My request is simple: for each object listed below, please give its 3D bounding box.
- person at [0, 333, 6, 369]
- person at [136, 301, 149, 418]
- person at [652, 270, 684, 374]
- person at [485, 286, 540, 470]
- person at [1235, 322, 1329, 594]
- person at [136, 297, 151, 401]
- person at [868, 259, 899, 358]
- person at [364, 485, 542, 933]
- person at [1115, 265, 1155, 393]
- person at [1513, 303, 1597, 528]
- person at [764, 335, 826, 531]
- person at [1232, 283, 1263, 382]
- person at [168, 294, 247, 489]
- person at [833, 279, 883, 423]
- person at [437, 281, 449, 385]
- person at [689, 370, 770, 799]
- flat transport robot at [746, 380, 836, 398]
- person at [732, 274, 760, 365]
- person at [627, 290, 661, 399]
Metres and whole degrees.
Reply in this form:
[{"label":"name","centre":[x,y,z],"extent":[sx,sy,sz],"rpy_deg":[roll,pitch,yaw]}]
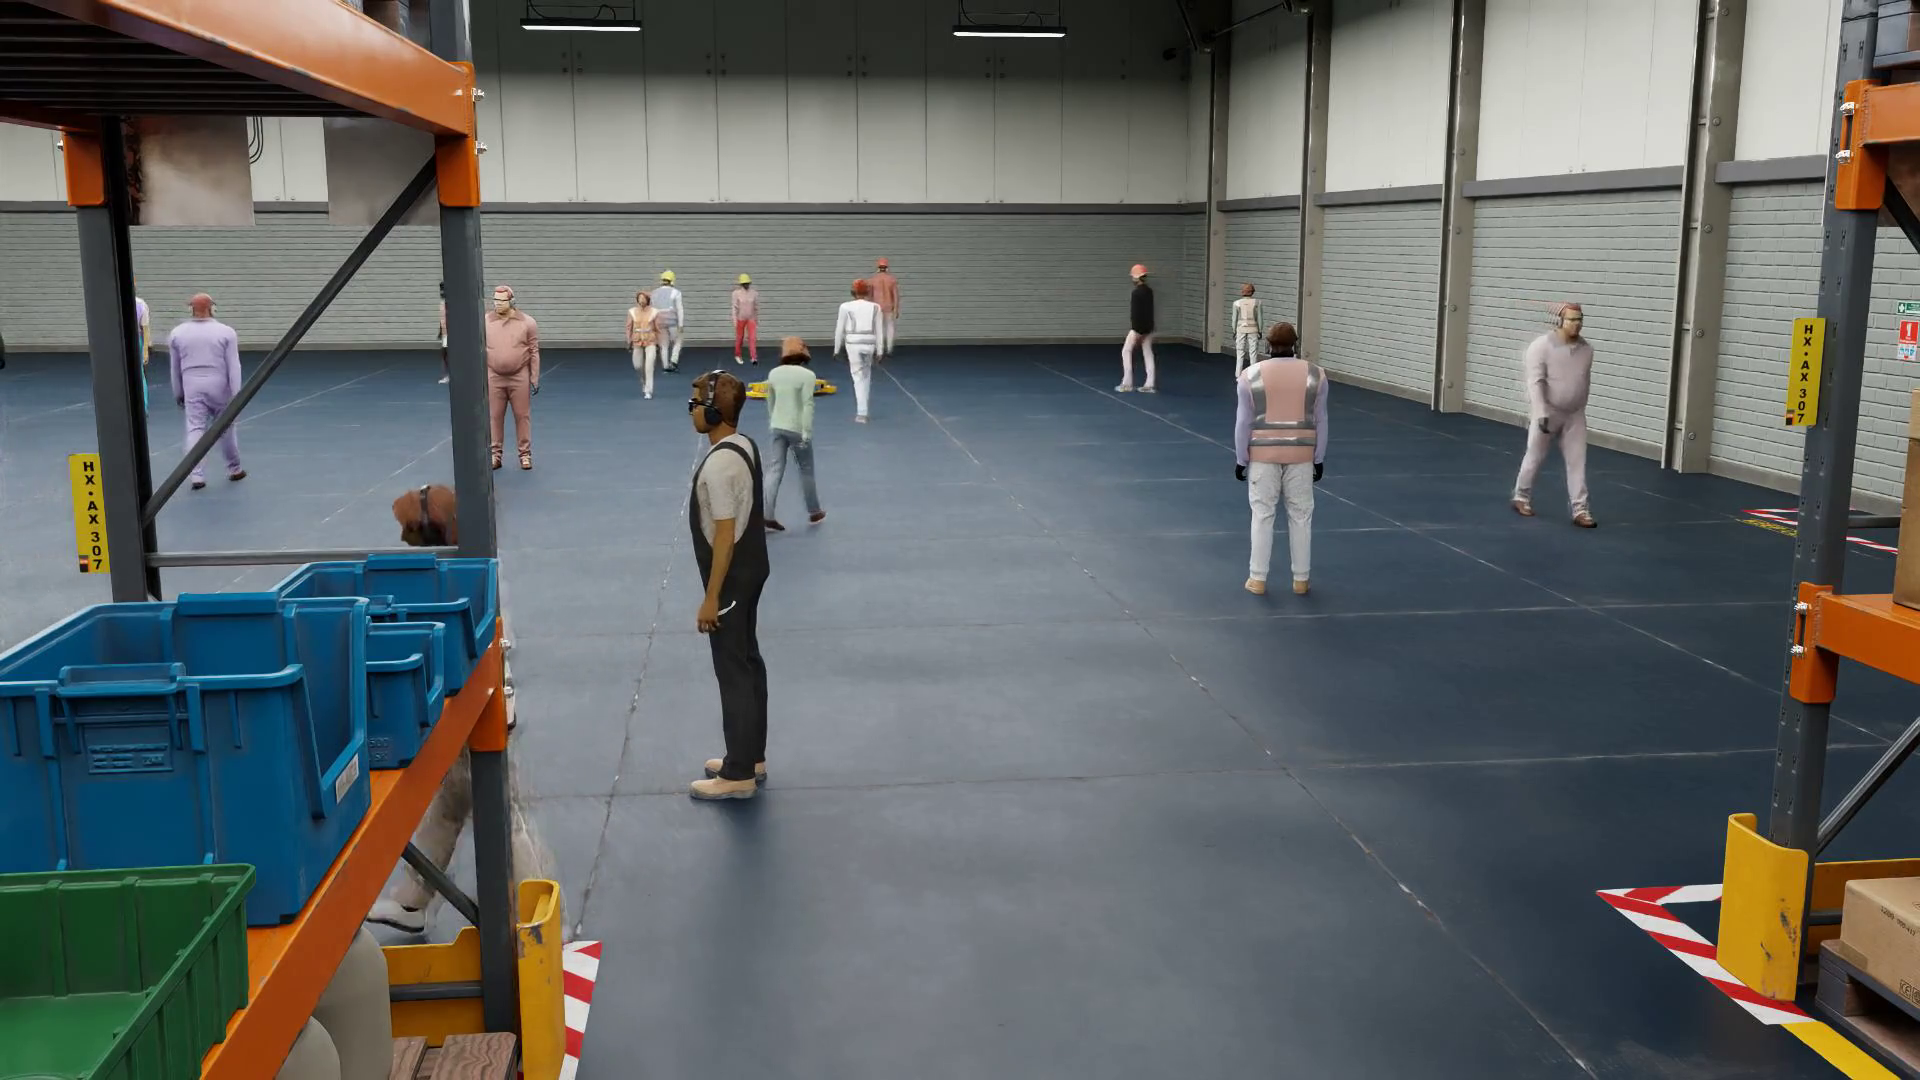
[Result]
[{"label":"person","centre":[-12.506,-2.327,21.127],"extent":[0.648,1.790,0.981],"rpy_deg":[-4,11,-19]},{"label":"person","centre":[-11.019,-2.520,22.046],"extent":[0.563,1.838,0.390],"rpy_deg":[0,10,1]},{"label":"person","centre":[-5.131,-3.833,29.311],"extent":[0.622,1.810,0.425],"rpy_deg":[3,11,15]},{"label":"person","centre":[-4.673,-1.667,17.191],"extent":[0.643,1.905,0.399],"rpy_deg":[-1,10,-7]},{"label":"person","centre":[2.158,-0.544,11.222],"extent":[0.622,1.838,0.429],"rpy_deg":[1,10,3]},{"label":"person","centre":[-11.731,-2.816,23.493],"extent":[0.585,1.906,0.873],"rpy_deg":[-3,11,-17]},{"label":"person","centre":[-1.522,-4.640,33.306],"extent":[0.638,1.957,0.898],"rpy_deg":[0,10,3]},{"label":"person","centre":[-1.739,0.610,5.497],"extent":[0.810,1.599,0.527],"rpy_deg":[0,10,0]},{"label":"person","centre":[2.731,-3.270,25.793],"extent":[0.761,1.966,0.613],"rpy_deg":[8,13,38]},{"label":"person","centre":[5.037,-1.067,14.049],"extent":[0.645,1.870,0.978],"rpy_deg":[-2,11,-10]},{"label":"person","centre":[-1.376,-0.880,13.709],"extent":[0.524,1.591,0.839],"rpy_deg":[6,12,29]},{"label":"person","centre":[4.753,-3.418,27.515],"extent":[0.514,1.638,0.310],"rpy_deg":[3,11,15]},{"label":"person","centre":[-7.287,-1.453,16.144],"extent":[0.667,1.860,0.914],"rpy_deg":[-2,10,-9]},{"label":"person","centre":[-1.358,-2.479,21.806],"extent":[0.599,1.846,0.926],"rpy_deg":[-5,11,-25]},{"label":"person","centre":[-8.377,-3.366,27.121],"extent":[0.642,1.675,0.537],"rpy_deg":[-6,12,-31]},{"label":"person","centre":[-1.001,0.194,7.145],"extent":[0.343,1.847,0.507],"rpy_deg":[1,10,8]},{"label":"flat transport robot","centre":[-2.573,-2.298,25.124],"extent":[0.652,0.197,1.431],"rpy_deg":[7,12,34]},{"label":"person","centre":[-4.033,-4.154,31.361],"extent":[0.564,1.715,0.926],"rpy_deg":[-4,11,-20]},{"label":"person","centre":[-4.726,-2.943,24.974],"extent":[0.517,1.621,0.581],"rpy_deg":[1,10,4]}]
